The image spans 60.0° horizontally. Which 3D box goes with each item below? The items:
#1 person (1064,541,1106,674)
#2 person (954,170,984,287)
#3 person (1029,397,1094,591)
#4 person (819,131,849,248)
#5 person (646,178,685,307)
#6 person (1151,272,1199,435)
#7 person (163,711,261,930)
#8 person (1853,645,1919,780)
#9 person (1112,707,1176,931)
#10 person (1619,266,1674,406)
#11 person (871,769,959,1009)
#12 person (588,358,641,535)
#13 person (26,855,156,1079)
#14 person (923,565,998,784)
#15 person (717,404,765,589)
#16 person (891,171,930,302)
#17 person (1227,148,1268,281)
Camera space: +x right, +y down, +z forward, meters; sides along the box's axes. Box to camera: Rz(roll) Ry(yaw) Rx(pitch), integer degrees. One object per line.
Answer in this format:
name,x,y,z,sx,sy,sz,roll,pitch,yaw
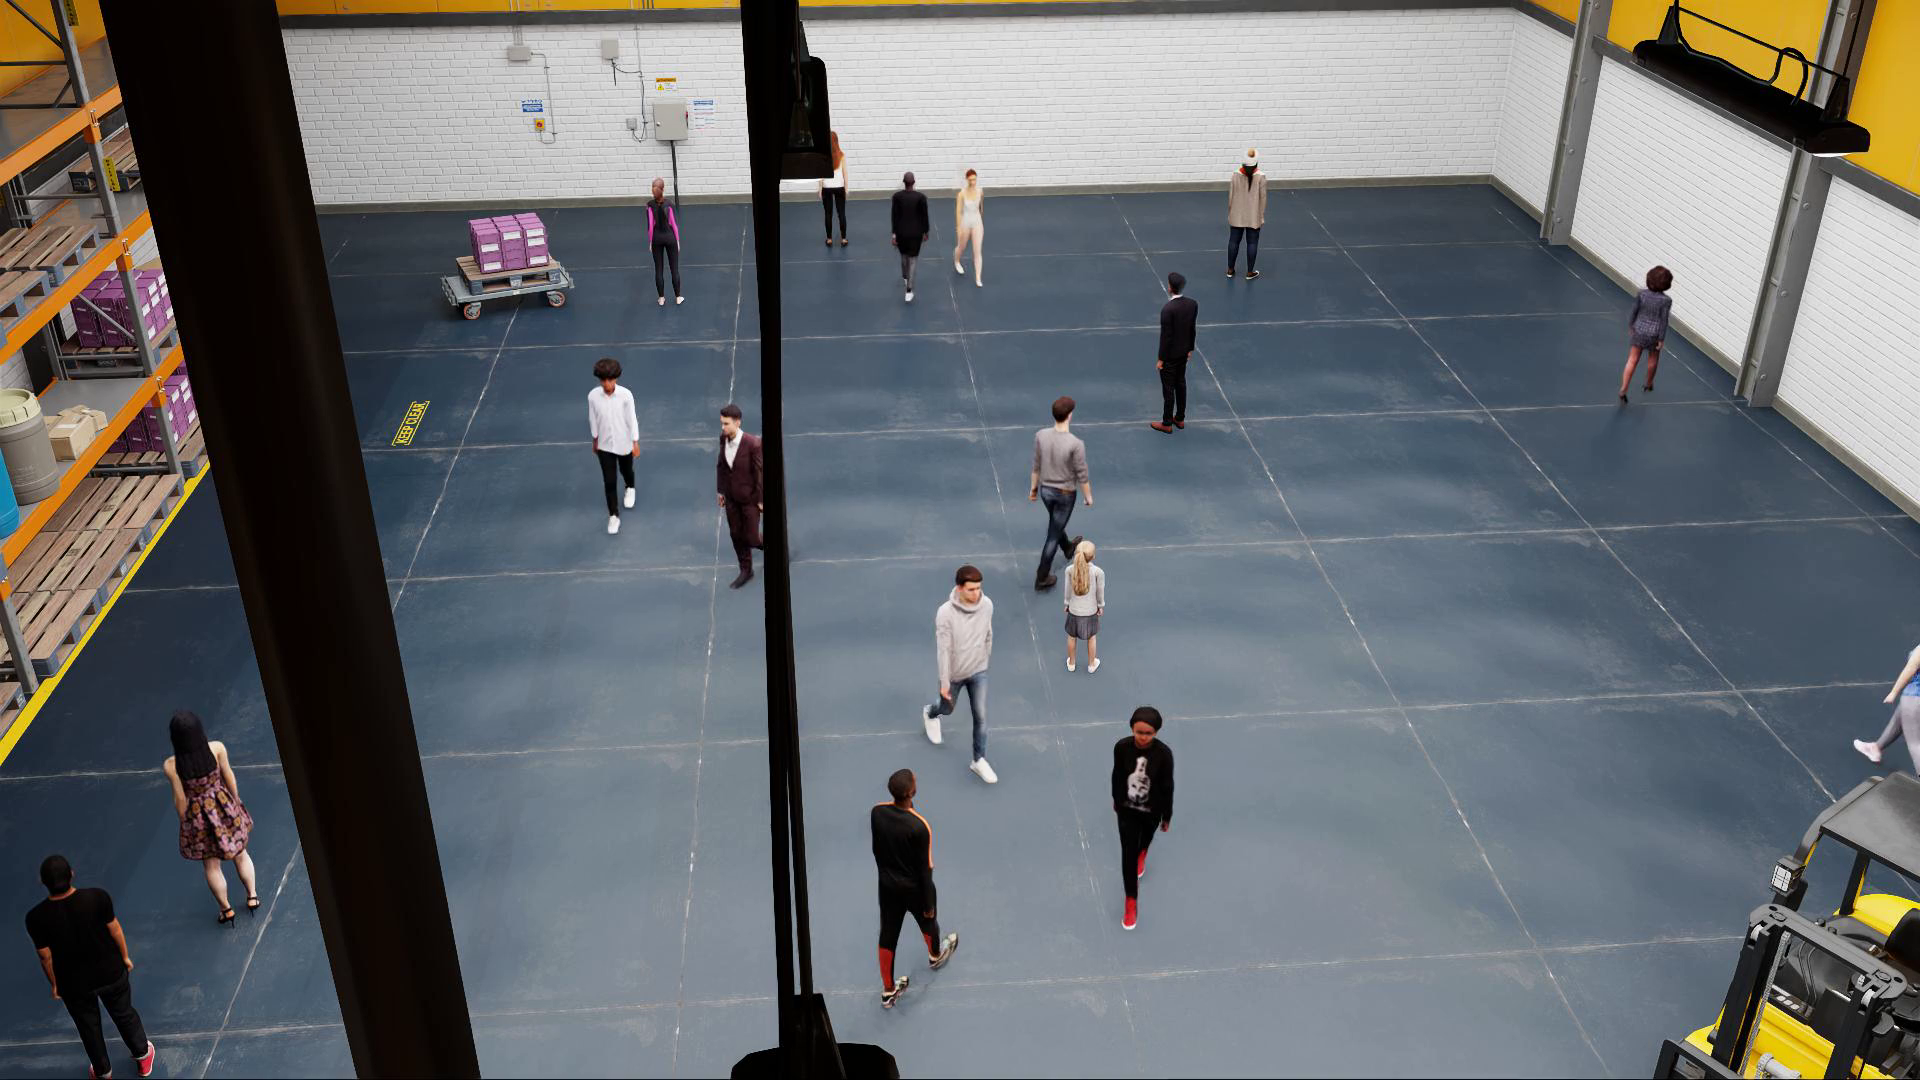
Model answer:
person,1.075,0.574,14.525,0.562,1.275,0.584,5,29,9
person,0.112,-4.408,23.322,0.746,1.597,1.161,-9,30,-16
person,0.874,-0.386,15.675,1.165,1.858,1.280,18,33,29
person,-1.873,-5.201,24.646,0.582,1.721,0.487,-3,29,-5
person,-4.004,-4.037,22.479,0.546,1.752,0.553,-3,29,-5
person,2.433,-2.128,18.848,0.773,1.880,0.778,-22,36,-35
person,-5.187,1.926,11.526,0.800,1.773,0.844,-21,35,-33
person,7.506,1.284,12.914,0.801,1.571,1.129,-11,30,-19
person,1.291,1.846,11.816,0.797,1.635,1.156,5,29,9
person,8.003,-2.352,19.488,1.052,1.659,1.091,25,37,37
person,-0.416,2.300,10.824,0.977,1.788,1.107,15,32,25
person,-3.493,-1.034,16.960,0.649,1.765,1.122,-1,29,-3
person,-5.347,2.648,10.217,0.722,1.759,0.737,-18,34,-30
person,-0.020,0.991,13.189,0.955,1.821,1.282,-13,31,-22
person,-2.009,-0.452,15.807,0.947,1.849,1.018,17,33,28
person,-0.697,-4.093,22.620,0.783,1.716,1.170,2,29,3
person,4.022,-4.611,23.401,0.813,1.876,0.833,12,31,21
